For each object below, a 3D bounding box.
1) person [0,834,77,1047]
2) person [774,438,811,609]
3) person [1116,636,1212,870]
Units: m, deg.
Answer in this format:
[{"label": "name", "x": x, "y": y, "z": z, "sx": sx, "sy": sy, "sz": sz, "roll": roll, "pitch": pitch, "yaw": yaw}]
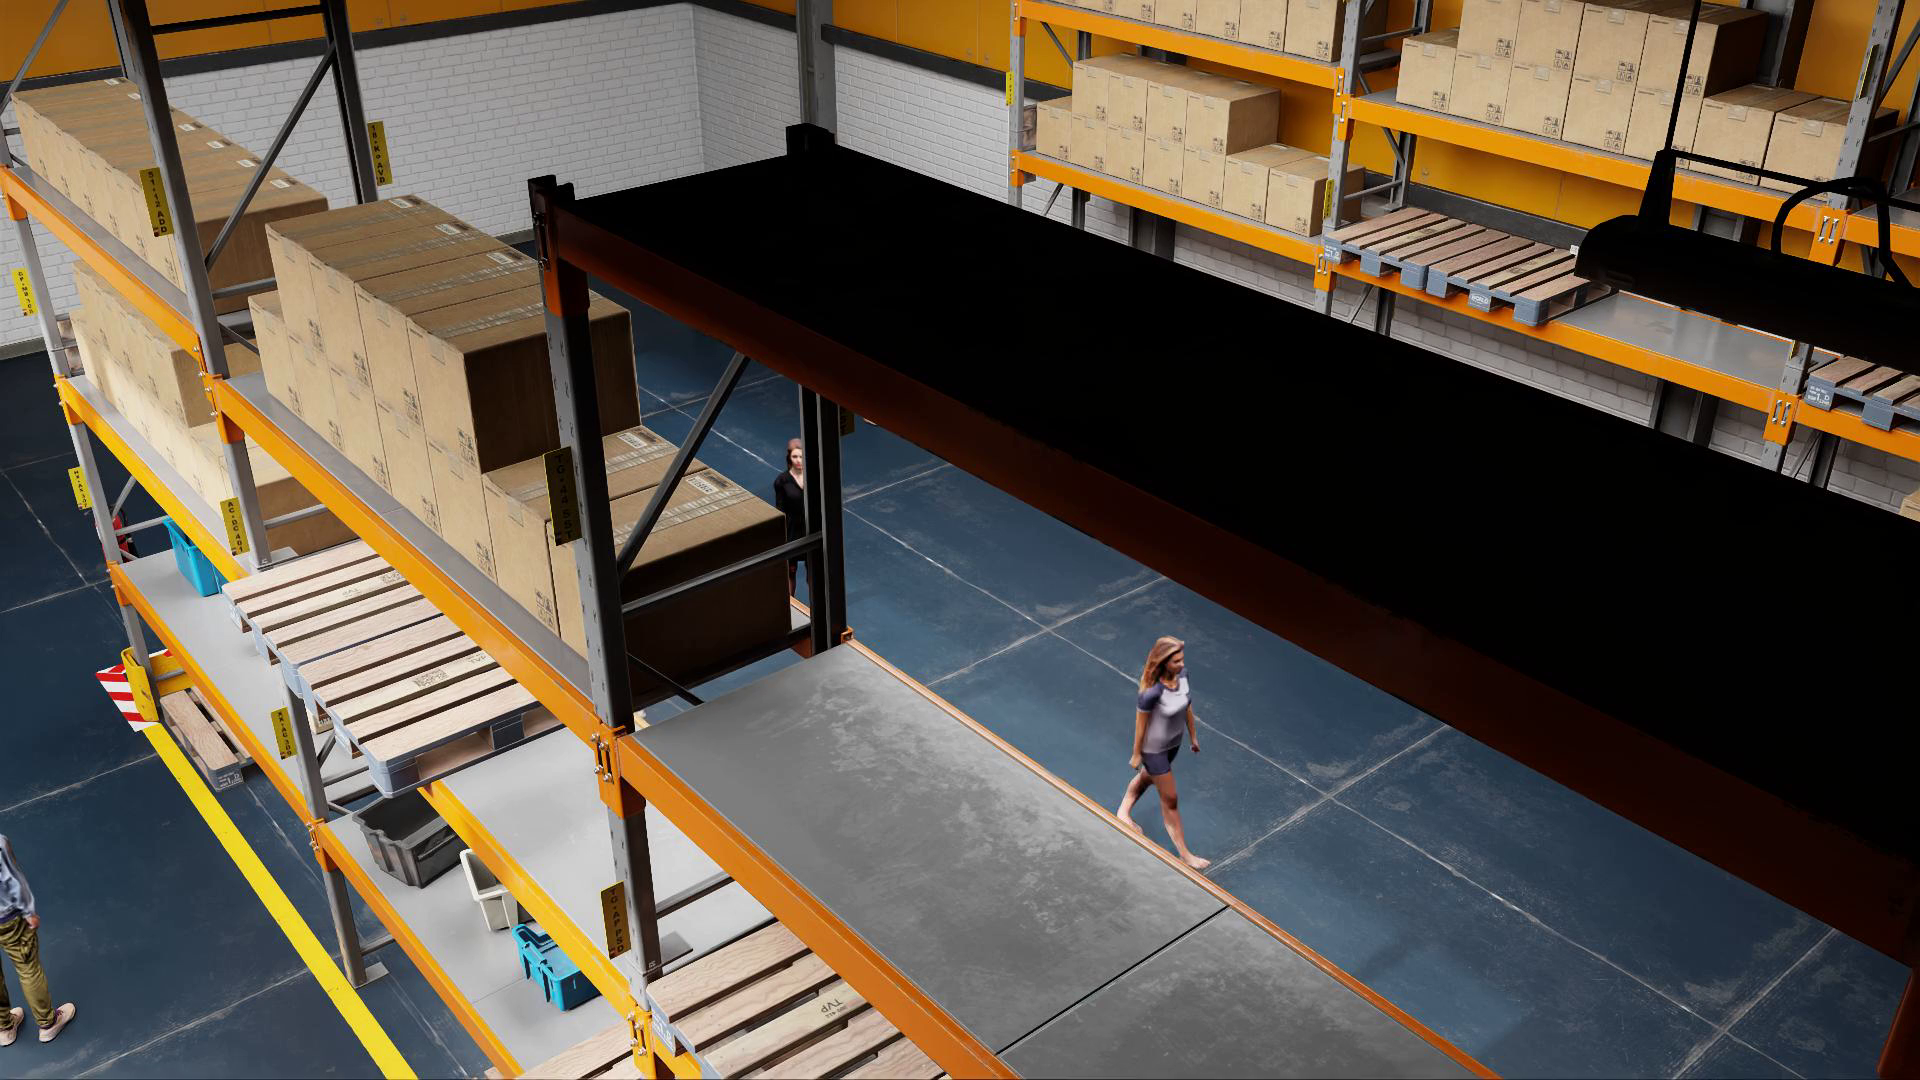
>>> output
[{"label": "person", "x": -5.590, "y": 2.159, "z": 9.582, "sx": 0.765, "sy": 1.812, "sz": 0.779, "roll": -2, "pitch": 29, "yaw": -4}, {"label": "person", "x": -1.318, "y": -0.064, "z": 13.768, "sx": 0.652, "sy": 1.706, "sz": 0.631, "roll": -8, "pitch": 30, "yaw": -14}, {"label": "person", "x": 1.279, "y": 1.363, "z": 11.185, "sx": 1.085, "sy": 1.675, "sz": 0.701, "roll": 24, "pitch": 37, "yaw": 37}]
